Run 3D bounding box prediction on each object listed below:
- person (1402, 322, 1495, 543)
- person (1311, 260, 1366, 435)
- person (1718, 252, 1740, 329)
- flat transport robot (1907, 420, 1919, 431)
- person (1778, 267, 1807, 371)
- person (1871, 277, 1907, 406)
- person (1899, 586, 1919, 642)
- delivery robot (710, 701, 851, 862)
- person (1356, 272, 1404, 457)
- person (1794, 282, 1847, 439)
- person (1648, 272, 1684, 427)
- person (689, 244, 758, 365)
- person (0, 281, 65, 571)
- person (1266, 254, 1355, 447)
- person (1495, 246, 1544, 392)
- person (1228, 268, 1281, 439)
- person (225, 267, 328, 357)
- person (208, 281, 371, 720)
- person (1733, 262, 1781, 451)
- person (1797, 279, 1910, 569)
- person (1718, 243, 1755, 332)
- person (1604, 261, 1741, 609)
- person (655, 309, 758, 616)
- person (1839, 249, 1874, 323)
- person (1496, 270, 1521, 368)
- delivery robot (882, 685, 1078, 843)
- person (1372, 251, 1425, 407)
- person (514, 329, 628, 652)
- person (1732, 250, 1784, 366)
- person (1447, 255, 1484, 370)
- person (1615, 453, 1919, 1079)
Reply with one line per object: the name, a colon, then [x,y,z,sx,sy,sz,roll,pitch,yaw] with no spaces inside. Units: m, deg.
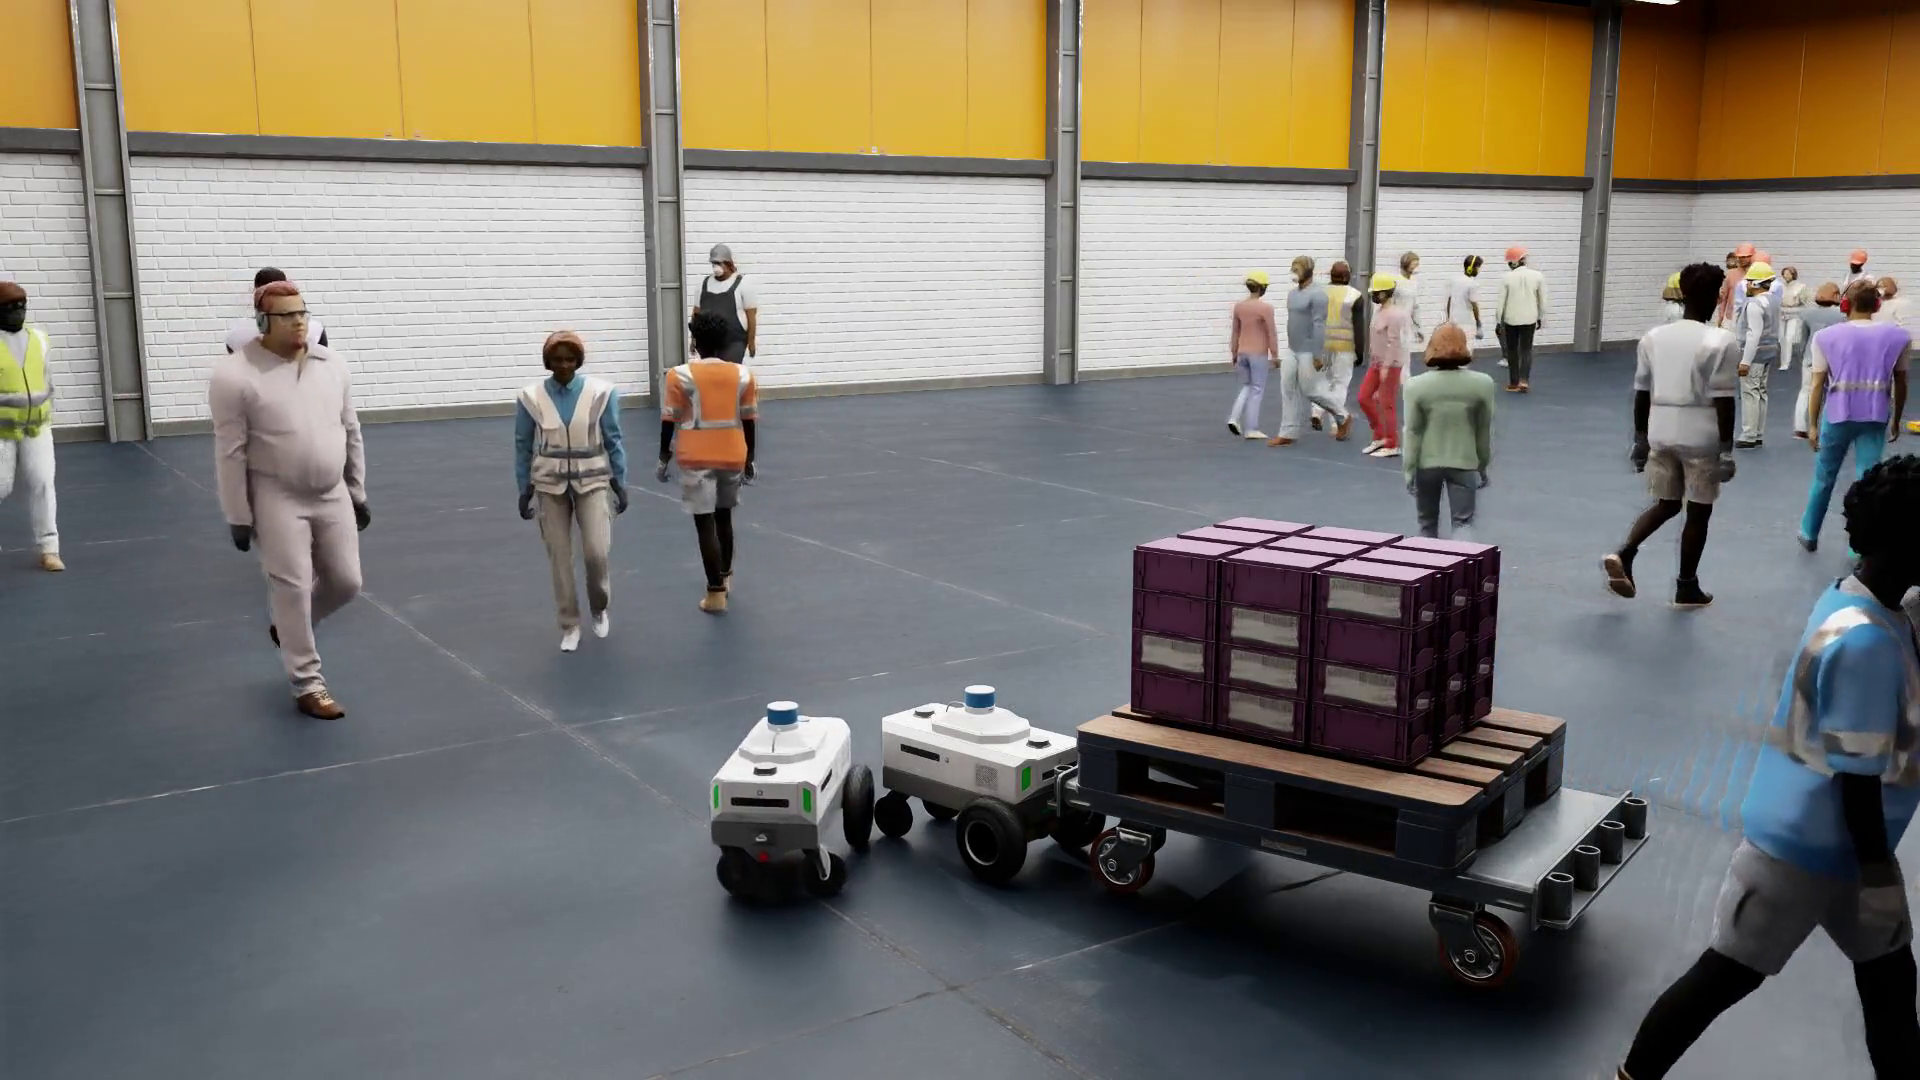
person: [2.675,-0.386,9.141,0.495,1.614,0.628,2,11,12]
person: [3.948,-2.006,17.449,0.648,1.829,0.433,8,13,37]
person: [11.826,-3.469,25.416,0.745,1.854,0.521,-7,12,-32]
flat transport robot: [10.797,-1.211,17.364,1.431,0.197,0.652,1,10,6]
person: [12.785,-3.416,25.764,0.711,1.609,0.541,-9,14,-40]
person: [11.275,-2.409,20.319,0.842,1.585,0.509,-6,12,-30]
person: [2.724,0.371,4.367,0.604,1.862,0.814,3,11,14]
delivery robot: [-0.577,0.773,5.452,0.477,0.478,0.707,1,10,6]
person: [3.969,-1.630,15.603,0.438,1.741,0.537,-2,10,-10]
person: [8.919,-1.841,17.140,0.750,1.608,0.520,-6,12,-29]
person: [6.872,-1.704,16.033,0.321,1.742,0.492,1,10,8]
person: [-2.571,-2.153,17.675,0.697,2.000,0.974,4,11,20]
person: [-5.989,-0.713,10.415,0.777,1.817,0.637,6,12,31]
person: [3.483,-1.865,16.471,0.829,1.914,0.634,-3,11,-18]
person: [7.484,-2.951,22.280,0.663,1.951,0.466,1,10,3]
person: [3.034,-1.902,17.082,0.346,1.755,0.538,-7,13,-34]
person: [-4.205,-0.741,10.330,0.599,1.898,0.757,-2,11,-11]
person: [-2.918,-0.183,7.275,0.624,1.893,0.659,7,13,35]
person: [7.732,-1.783,16.214,0.404,1.831,0.600,9,14,41]
person: [5.729,-0.756,10.680,0.594,1.802,0.934,3,11,18]
person: [10.735,-3.074,22.849,0.618,1.993,0.396,8,13,38]
person: [3.966,-0.558,9.186,0.630,1.948,0.611,-5,12,-27]
person: [-1.435,-0.442,9.294,0.545,1.673,0.674,-7,12,-33]
person: [13.447,-3.419,25.033,0.507,1.900,0.585,-3,11,-17]
person: [8.738,-3.634,26.371,0.512,1.829,0.550,-6,12,-30]
delivery robot: [0.066,0.738,5.648,0.707,0.478,0.477,9,14,42]
person: [5.374,-2.513,20.041,0.947,1.894,0.681,8,13,38]
person: [-1.940,-0.241,8.306,0.553,1.621,0.362,-2,10,-8]
person: [9.993,-2.671,20.868,0.560,1.915,0.809,6,12,29]
person: [6.615,-2.818,21.875,0.447,1.846,0.742,-4,11,-20]
person: [1.842,0.625,3.516,0.904,1.644,0.541,7,12,33]
